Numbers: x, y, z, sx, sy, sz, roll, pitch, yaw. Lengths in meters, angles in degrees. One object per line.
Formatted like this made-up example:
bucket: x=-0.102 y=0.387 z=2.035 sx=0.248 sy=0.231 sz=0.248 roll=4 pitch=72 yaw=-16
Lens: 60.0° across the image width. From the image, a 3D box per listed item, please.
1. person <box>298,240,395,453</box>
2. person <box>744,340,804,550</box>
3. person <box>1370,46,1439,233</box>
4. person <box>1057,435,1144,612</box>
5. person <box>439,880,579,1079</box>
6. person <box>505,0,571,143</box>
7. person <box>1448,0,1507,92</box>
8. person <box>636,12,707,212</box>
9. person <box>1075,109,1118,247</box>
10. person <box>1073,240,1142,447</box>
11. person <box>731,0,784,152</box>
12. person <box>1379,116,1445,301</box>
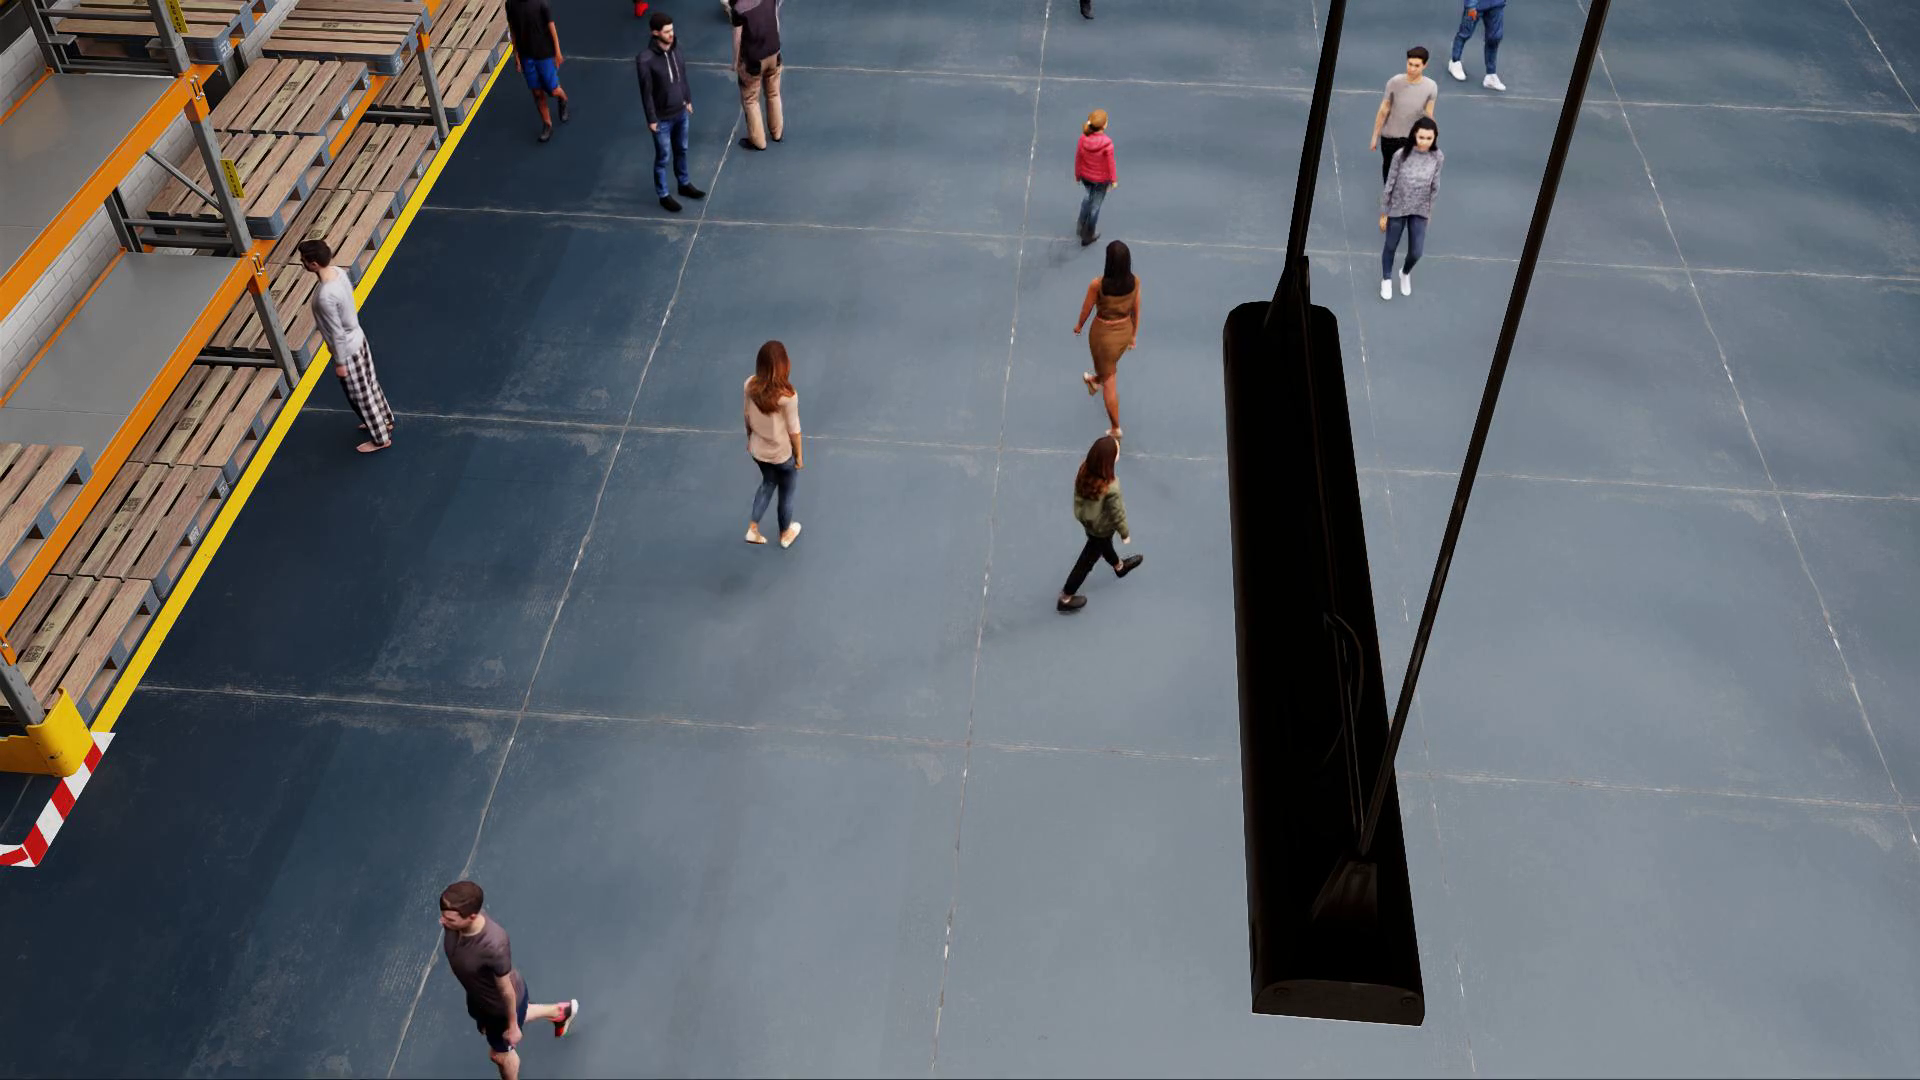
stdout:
person: x=-4.620 y=-1.468 z=12.540 sx=0.735 sy=1.847 sz=0.543 roll=-5 pitch=44 yaw=-5
person: x=-1.352 y=-0.581 z=11.656 sx=0.761 sy=1.782 sz=0.858 roll=21 pitch=48 yaw=21
person: x=3.997 y=-3.683 z=14.986 sx=0.856 sy=1.680 sz=1.171 roll=16 pitch=46 yaw=16
person: x=0.881 y=-0.079 z=11.383 sx=0.982 sy=1.432 sz=1.023 roll=-19 pitch=47 yaw=-19
person: x=-2.348 y=2.302 z=8.591 sx=1.101 sy=1.835 sz=1.016 roll=-34 pitch=53 yaw=-31
person: x=-4.058 y=-4.736 z=16.015 sx=0.611 sy=1.785 sz=0.791 roll=6 pitch=44 yaw=6
person: x=5.261 y=-5.508 z=16.826 sx=0.927 sy=1.784 sz=1.090 roll=-14 pitch=45 yaw=-15
person: x=-2.655 y=-3.899 z=15.061 sx=0.828 sy=1.889 sz=0.722 roll=28 pitch=50 yaw=26
person: x=1.158 y=-3.180 z=14.728 sx=0.608 sy=1.308 sz=0.653 roll=29 pitch=51 yaw=27
person: x=1.175 y=-1.466 z=12.690 sx=0.895 sy=1.637 sz=1.157 roll=-15 pitch=46 yaw=-15
person: x=-1.906 y=-4.633 z=15.881 sx=0.817 sy=1.820 sz=0.870 roll=-17 pitch=46 yaw=-17
person: x=3.781 y=-2.839 z=14.070 sx=0.623 sy=1.721 sz=0.592 roll=7 pitch=44 yaw=7
